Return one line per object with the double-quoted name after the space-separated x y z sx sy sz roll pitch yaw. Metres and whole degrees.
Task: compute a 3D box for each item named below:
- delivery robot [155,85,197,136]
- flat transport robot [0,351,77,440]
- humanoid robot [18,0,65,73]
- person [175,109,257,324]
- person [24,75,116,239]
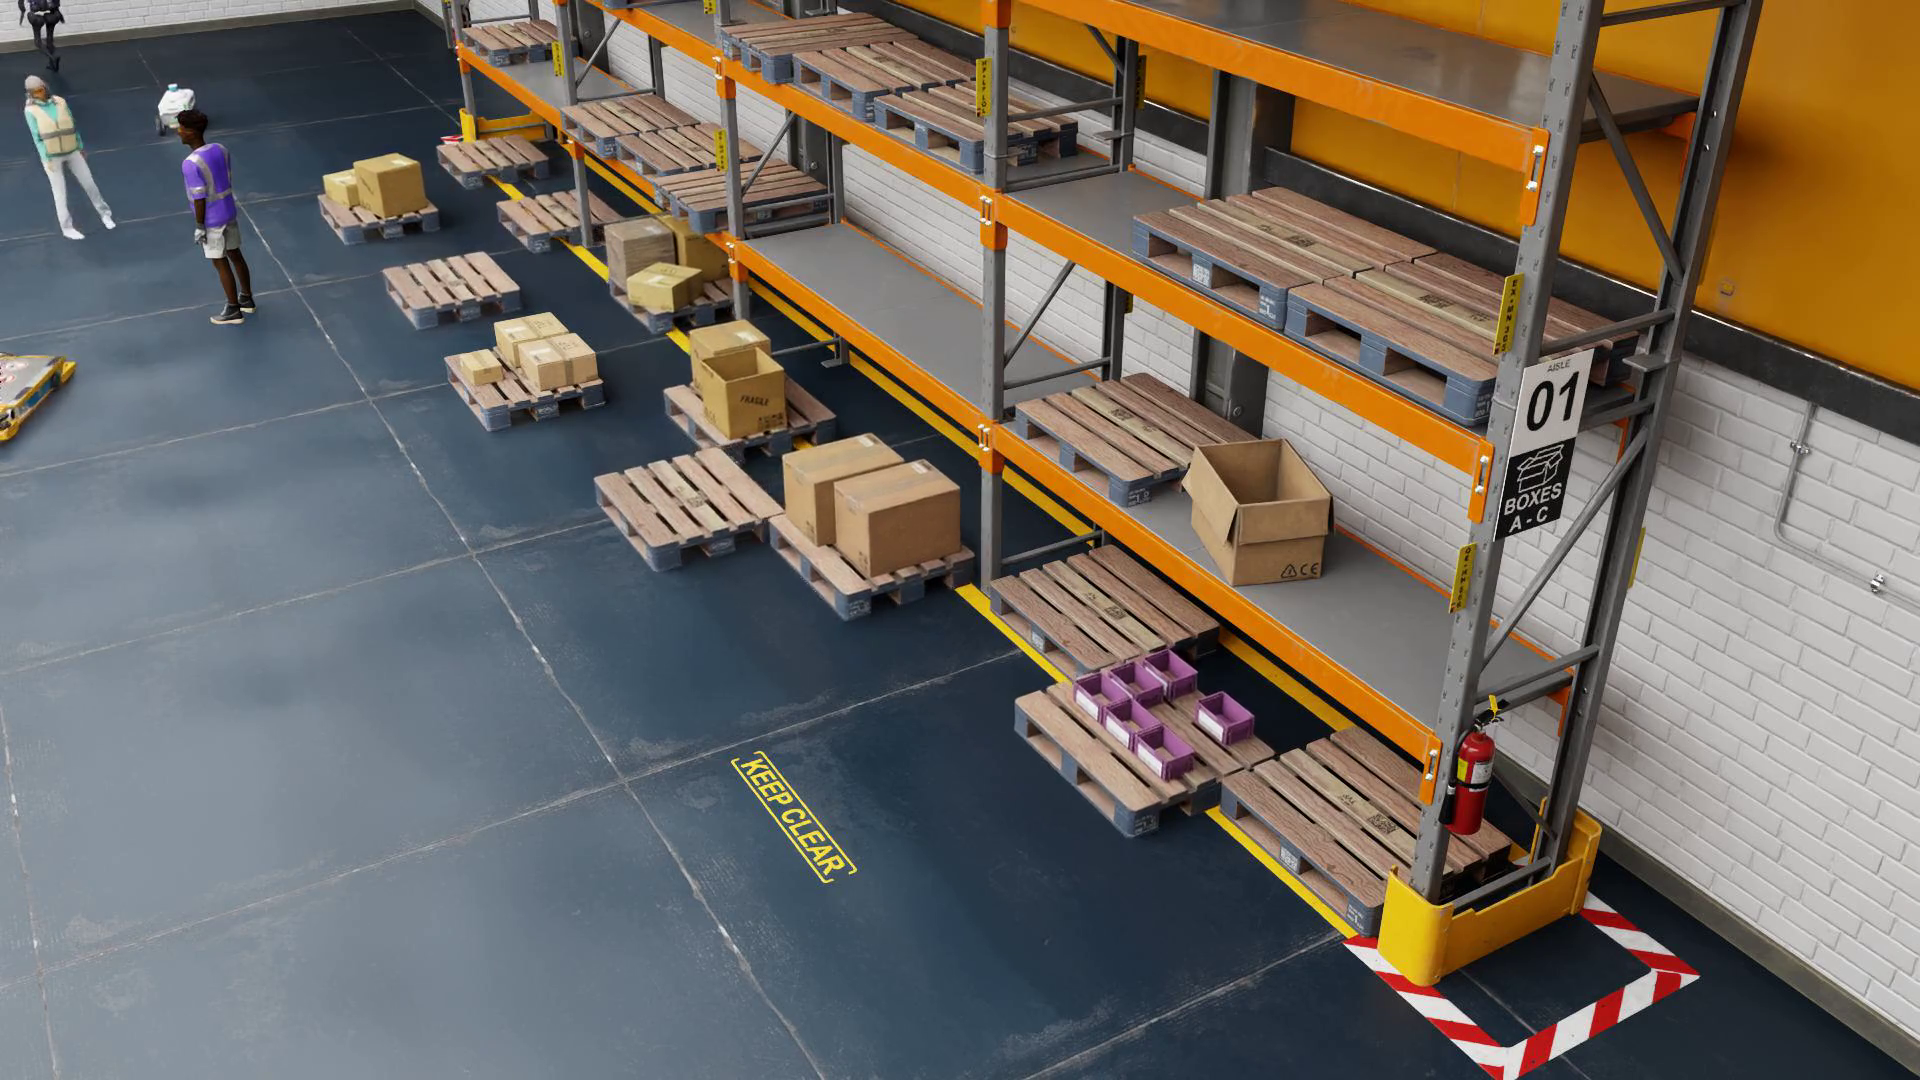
-9.818 -5.393 20.881 0.499 0.613 0.807 -8 30 -13 "delivery robot"
-7.923 -1.194 13.738 0.659 0.231 1.431 -2 30 -4 "flat transport robot"
-12.839 -7.399 23.273 0.562 1.636 0.600 22 36 34 "humanoid robot"
-6.770 -2.936 15.096 0.367 1.966 0.603 3 30 6 "person"
-9.273 -3.987 17.224 0.403 1.681 0.579 22 36 34 "person"
